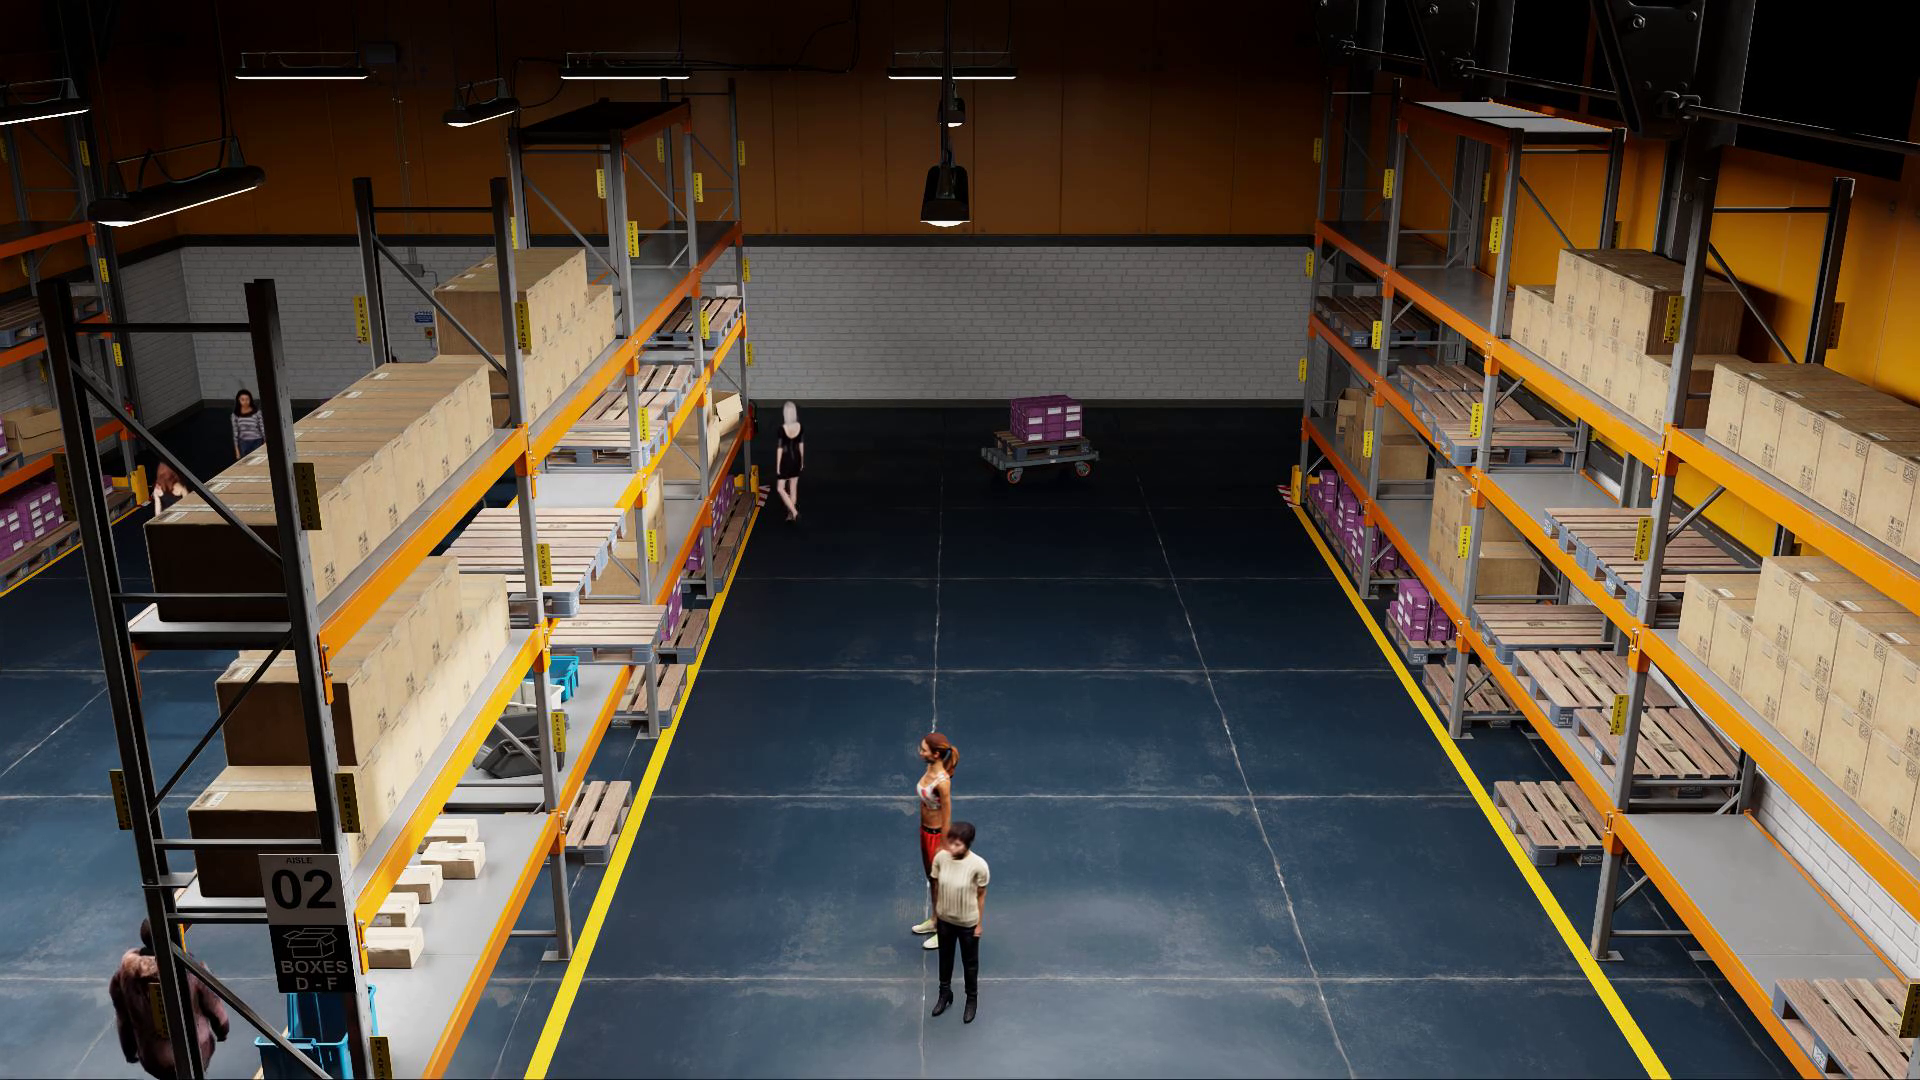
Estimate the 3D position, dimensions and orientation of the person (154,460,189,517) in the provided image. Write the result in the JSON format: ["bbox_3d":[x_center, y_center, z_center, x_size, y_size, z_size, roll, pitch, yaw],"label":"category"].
[{"bbox_3d":[-9.609,-0.118,20.367,0.713,1.721,0.767,-5,19,-15],"label":"person"}]

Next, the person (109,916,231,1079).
[{"bbox_3d":[-4.913,3.208,10.340,0.820,1.819,1.008,-2,19,-6],"label":"person"}]

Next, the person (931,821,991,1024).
[{"bbox_3d":[-0.007,2.742,12.082,0.655,1.589,0.628,9,21,25],"label":"person"}]

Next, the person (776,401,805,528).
[{"bbox_3d":[-2.304,-1.006,22.853,0.890,1.818,0.990,-14,23,-35],"label":"person"}]

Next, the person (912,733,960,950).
[{"bbox_3d":[-0.181,2.330,12.991,0.713,1.791,0.594,-6,20,-18],"label":"person"}]

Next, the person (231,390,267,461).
[{"bbox_3d":[-10.117,-1.281,23.787,0.998,1.744,1.238,-10,21,-28],"label":"person"}]
